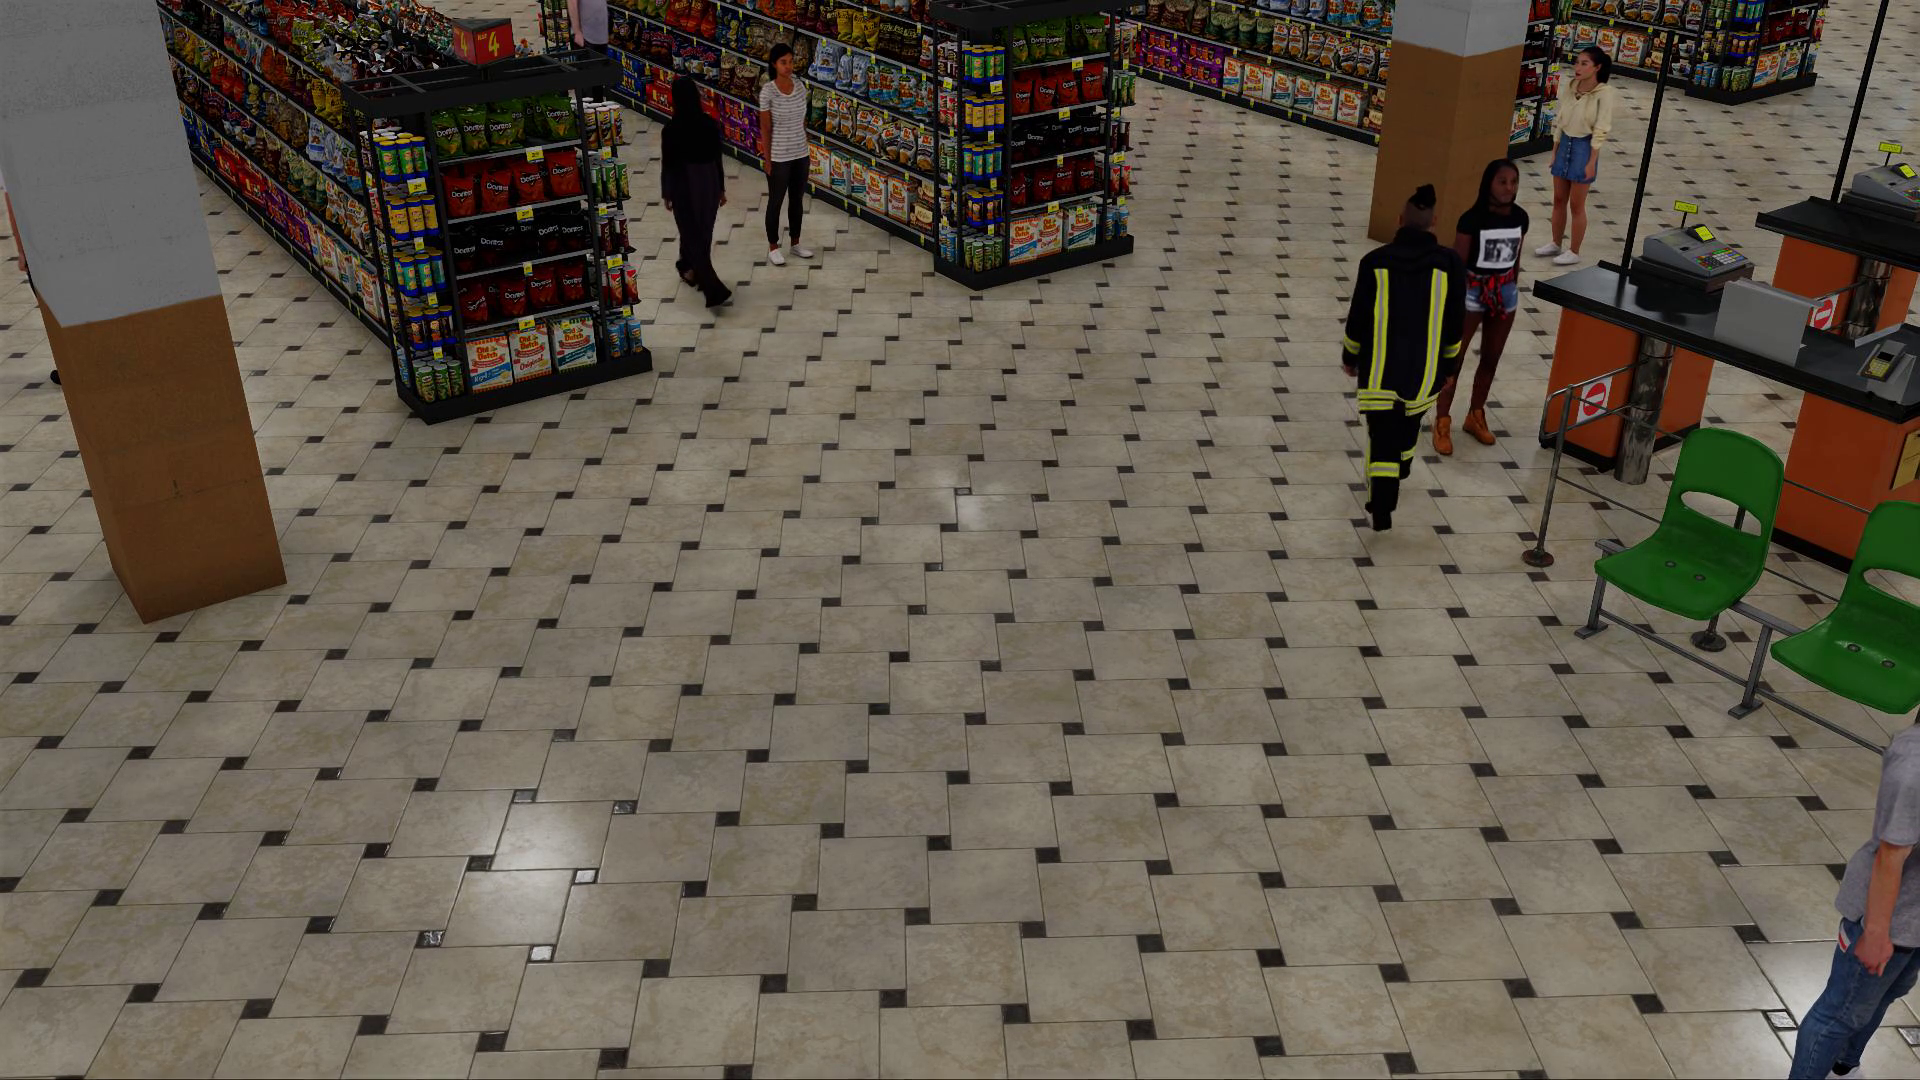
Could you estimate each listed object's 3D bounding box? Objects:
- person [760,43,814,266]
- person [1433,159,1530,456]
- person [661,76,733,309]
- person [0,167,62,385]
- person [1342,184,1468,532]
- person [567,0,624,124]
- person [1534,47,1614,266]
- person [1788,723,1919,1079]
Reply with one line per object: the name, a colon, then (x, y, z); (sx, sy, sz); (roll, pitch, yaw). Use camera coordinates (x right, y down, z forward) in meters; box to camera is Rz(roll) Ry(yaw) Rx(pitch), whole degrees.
person: (-1.314, -2.917, 12.563); (0.585, 1.645, 0.537); (-23, 36, -35)
person: (3.007, -1.358, 9.624); (0.693, 1.726, 0.715); (-7, 29, -13)
person: (-1.843, -2.423, 11.711); (0.598, 1.595, 1.103); (-17, 33, -29)
person: (-5.691, -1.880, 10.451); (0.719, 1.849, 0.731); (15, 32, 26)
person: (2.298, -0.898, 8.674); (1.190, 1.828, 1.292); (3, 29, 5)
person: (-3.563, -4.893, 15.982); (0.782, 1.838, 0.764); (11, 30, 19)
person: (4.663, -2.895, 12.537); (0.702, 1.631, 0.506); (-15, 32, -26)
person: (2.855, 1.059, 5.026); (0.659, 1.890, 0.544); (-19, 34, -31)
